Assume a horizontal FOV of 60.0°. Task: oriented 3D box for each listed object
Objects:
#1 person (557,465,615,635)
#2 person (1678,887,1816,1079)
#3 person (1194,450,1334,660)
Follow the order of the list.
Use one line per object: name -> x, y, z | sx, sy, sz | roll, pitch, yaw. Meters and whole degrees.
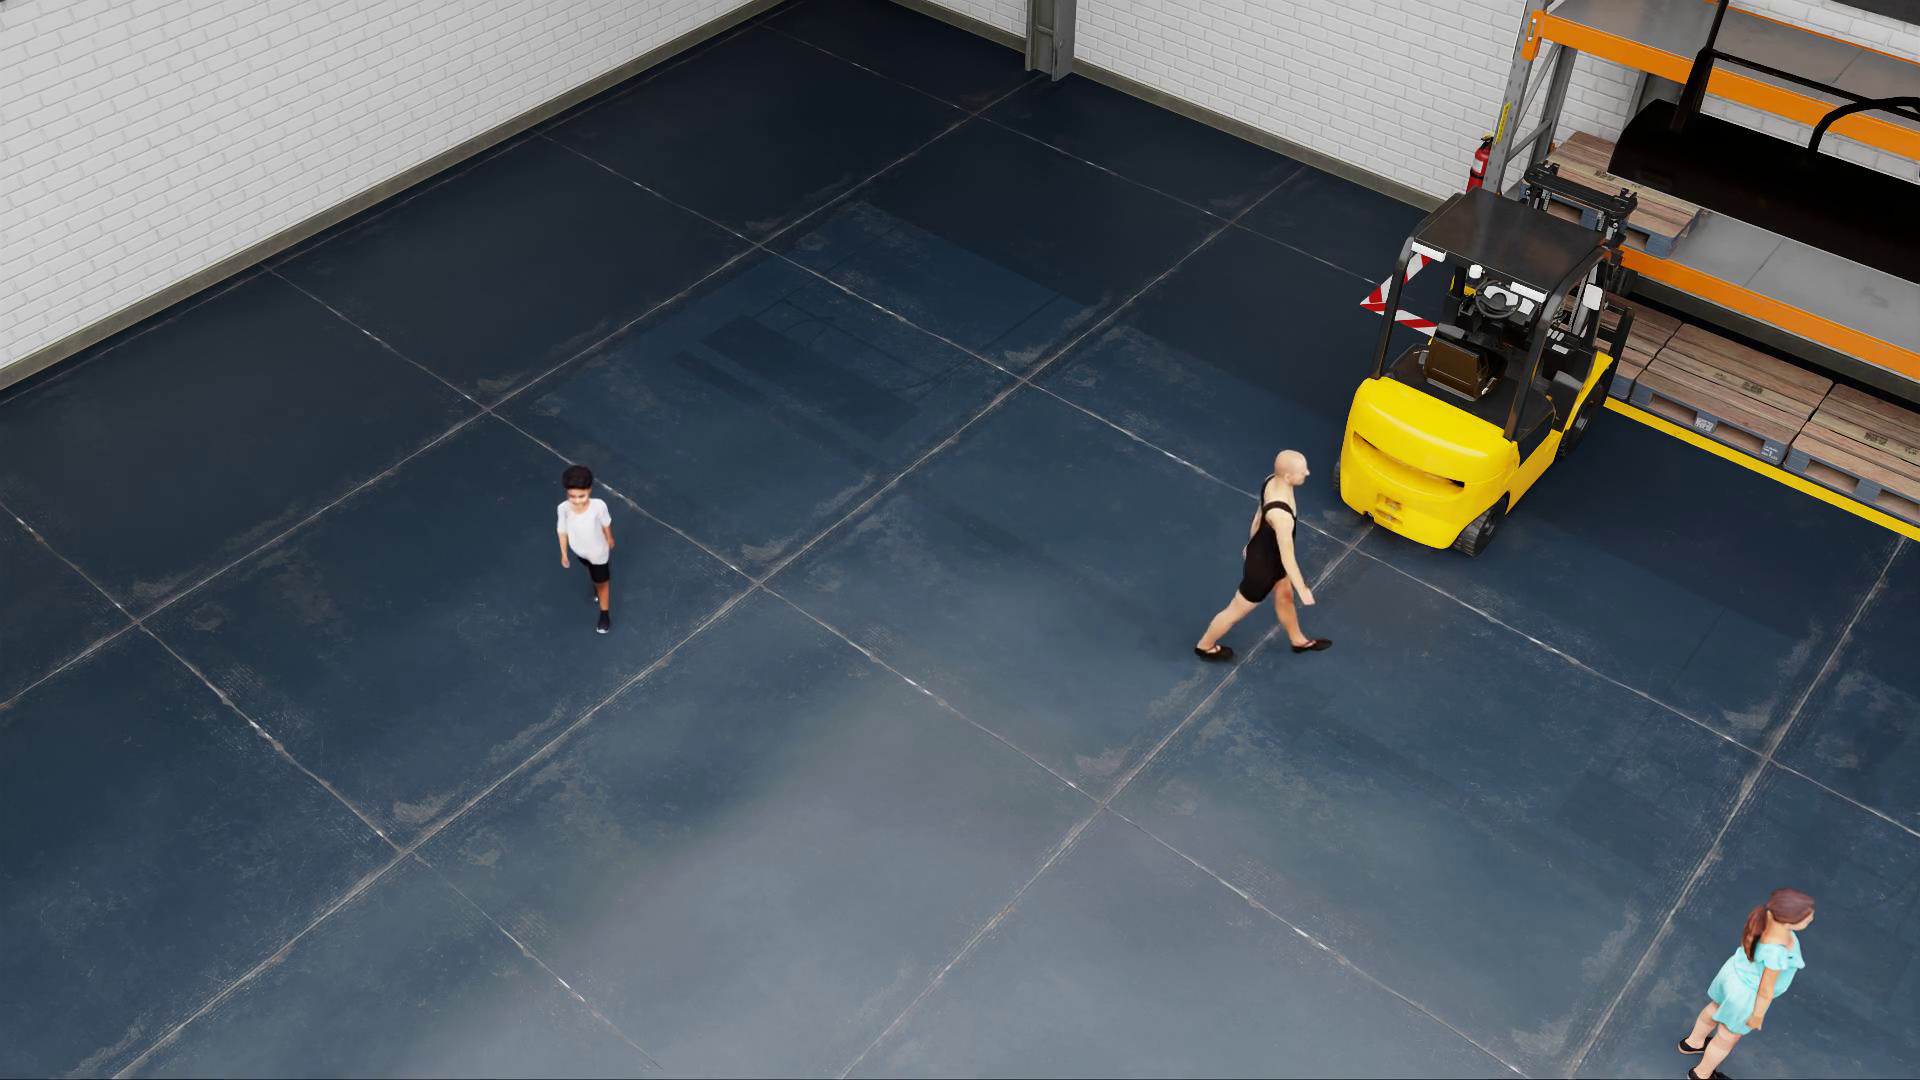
person -> -2.486, -0.034, 11.126 | 0.844, 1.225, 0.866 | 0, 44, 0
person -> 4.013, 2.265, 8.471 | 0.683, 1.557, 0.645 | 5, 44, 5
person -> 1.840, 0.156, 10.532 | 1.231, 1.769, 1.042 | 6, 44, 6
